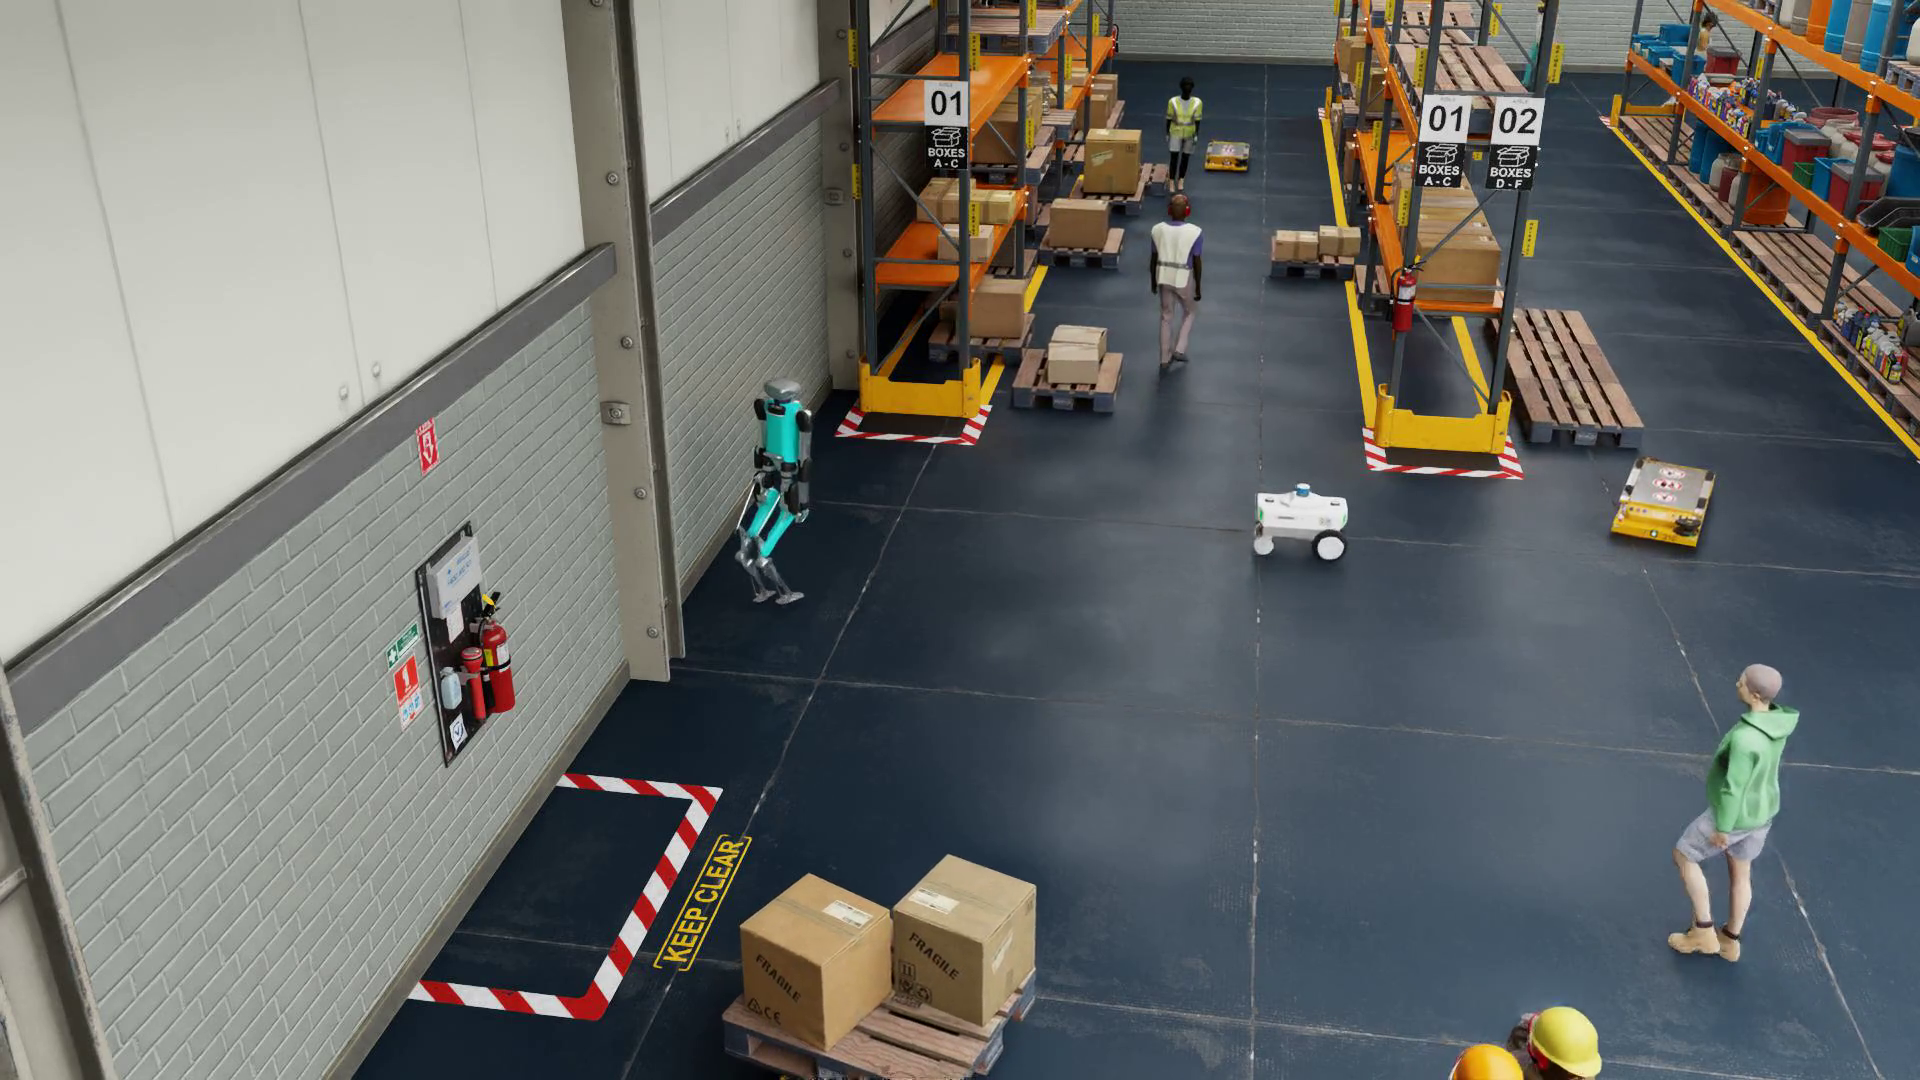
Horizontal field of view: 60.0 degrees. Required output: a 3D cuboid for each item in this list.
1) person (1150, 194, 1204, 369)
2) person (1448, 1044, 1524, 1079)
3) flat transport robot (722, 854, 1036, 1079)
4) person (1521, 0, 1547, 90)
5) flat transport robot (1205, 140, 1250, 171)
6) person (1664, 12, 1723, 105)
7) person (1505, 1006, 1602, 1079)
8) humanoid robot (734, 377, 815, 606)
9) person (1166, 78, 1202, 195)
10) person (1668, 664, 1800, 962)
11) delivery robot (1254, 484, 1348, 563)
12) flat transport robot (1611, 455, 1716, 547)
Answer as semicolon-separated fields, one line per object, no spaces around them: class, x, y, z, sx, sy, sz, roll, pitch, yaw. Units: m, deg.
person;2.239;-2.664;17.221;0.591;1.823;0.491;12;28;25
person;1.776;2.562;5.970;0.573;1.889;0.380;2;25;4
flat transport robot;-0.393;2.460;8.093;0.659;0.231;1.431;12;27;23
person;11.105;-9.531;32.007;0.714;1.739;0.538;-4;25;-8
flat transport robot;4.253;-6.104;26.422;0.659;0.231;1.431;4;25;9
person;13.200;-8.500;29.702;0.873;1.827;0.503;12;28;24
person;2.162;2.452;6.413;0.548;1.712;0.934;-7;26;-14
humanoid robot;-1.423;-0.304;12.157;0.532;1.701;0.724;18;31;34
person;3.265;-5.898;24.310;0.528;1.669;0.698;1;25;3
person;3.997;1.413;8.602;0.468;1.726;0.452;-18;30;-33
delivery robot;2.761;-0.149;13.360;0.807;0.613;0.499;3;25;7
flat transport robot;5.978;-0.342;14.089;0.659;0.231;1.431;13;28;25
